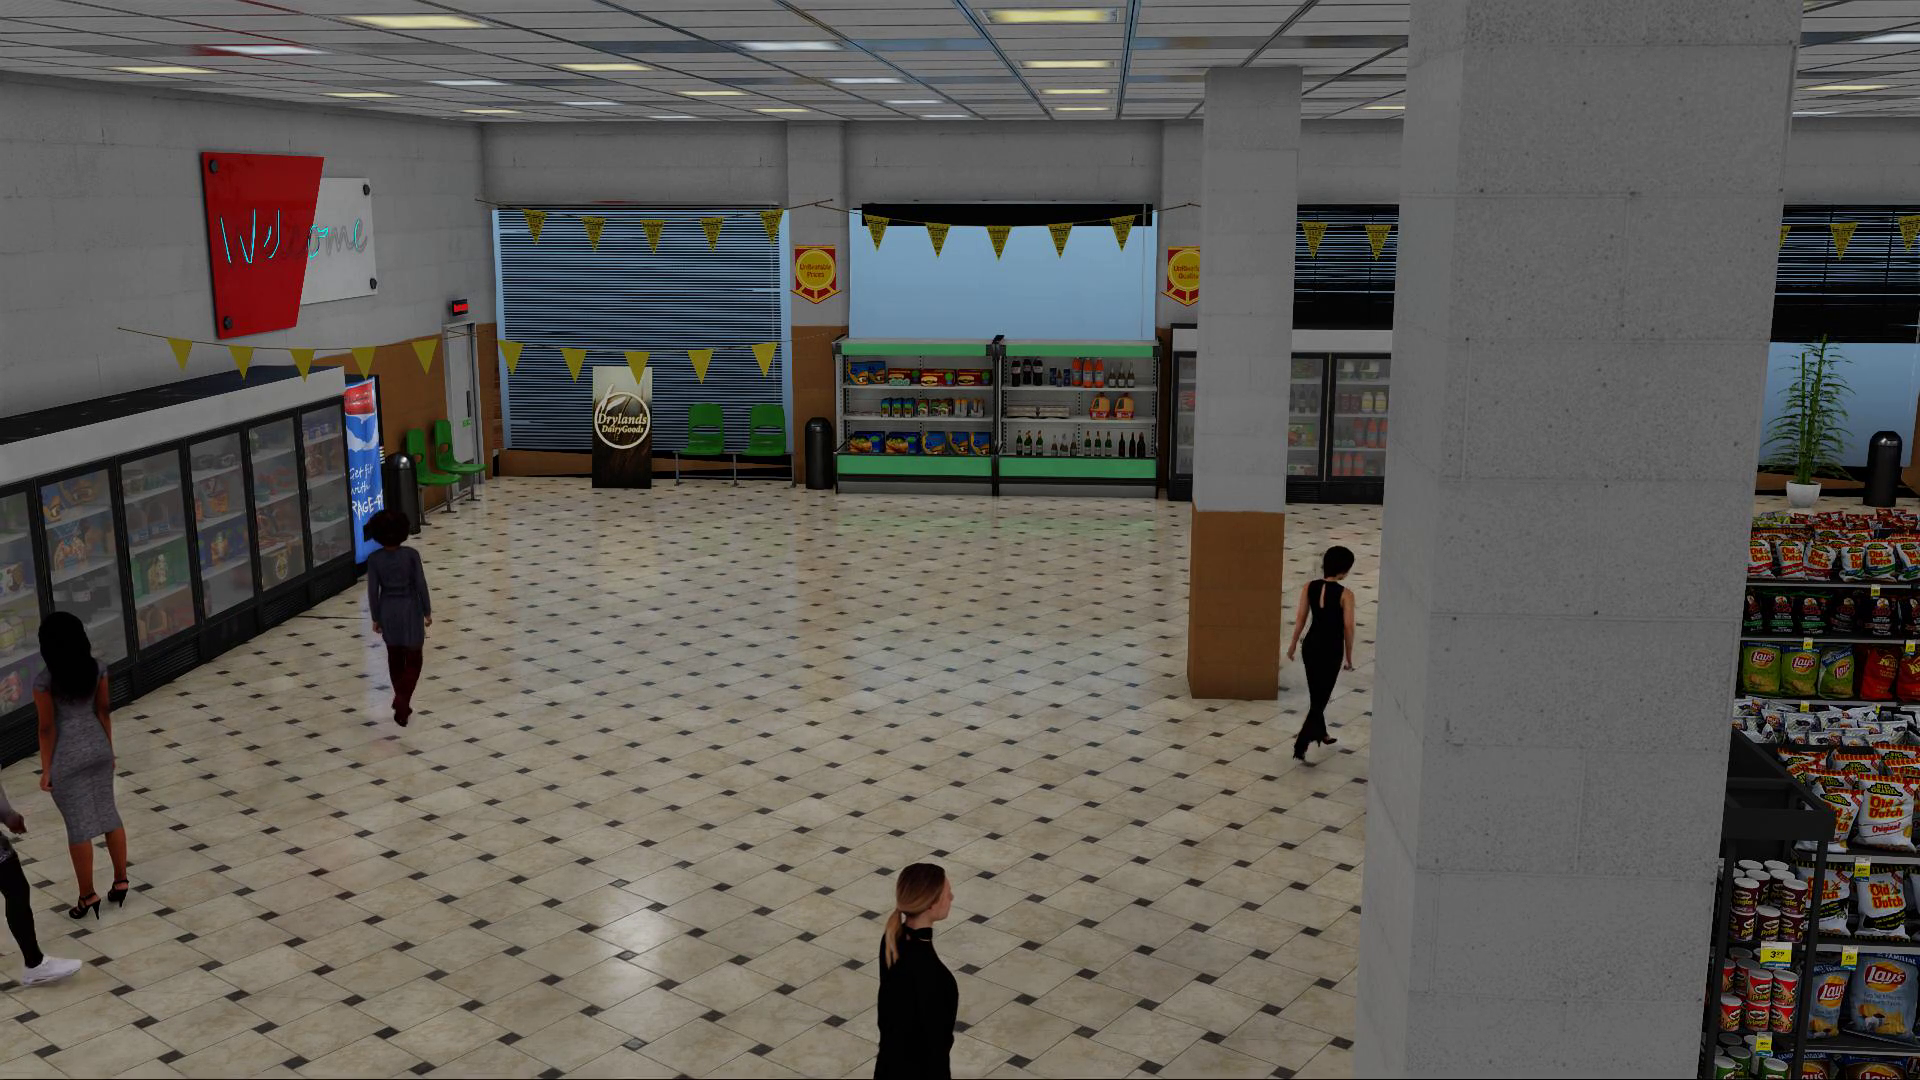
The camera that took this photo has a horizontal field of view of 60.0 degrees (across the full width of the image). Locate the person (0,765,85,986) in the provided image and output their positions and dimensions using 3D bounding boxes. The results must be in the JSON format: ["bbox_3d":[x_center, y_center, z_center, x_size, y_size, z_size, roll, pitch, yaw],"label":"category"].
[{"bbox_3d":[-5.074,1.513,8.359,0.971,1.746,1.029,11,16,43],"label":"person"}]

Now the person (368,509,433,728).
[{"bbox_3d":[-4.273,0.633,12.686,1.015,1.686,0.772,-1,12,-6],"label":"person"}]

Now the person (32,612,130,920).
[{"bbox_3d":[-4.977,1.272,9.423,0.661,1.780,0.656,7,14,31],"label":"person"}]

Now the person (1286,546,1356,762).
[{"bbox_3d":[2.571,0.855,11.935,1.014,1.562,1.031,10,15,39],"label":"person"}]

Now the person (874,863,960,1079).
[{"bbox_3d":[-0.160,1.998,6.002,0.687,1.768,0.655,-7,14,-29],"label":"person"}]
